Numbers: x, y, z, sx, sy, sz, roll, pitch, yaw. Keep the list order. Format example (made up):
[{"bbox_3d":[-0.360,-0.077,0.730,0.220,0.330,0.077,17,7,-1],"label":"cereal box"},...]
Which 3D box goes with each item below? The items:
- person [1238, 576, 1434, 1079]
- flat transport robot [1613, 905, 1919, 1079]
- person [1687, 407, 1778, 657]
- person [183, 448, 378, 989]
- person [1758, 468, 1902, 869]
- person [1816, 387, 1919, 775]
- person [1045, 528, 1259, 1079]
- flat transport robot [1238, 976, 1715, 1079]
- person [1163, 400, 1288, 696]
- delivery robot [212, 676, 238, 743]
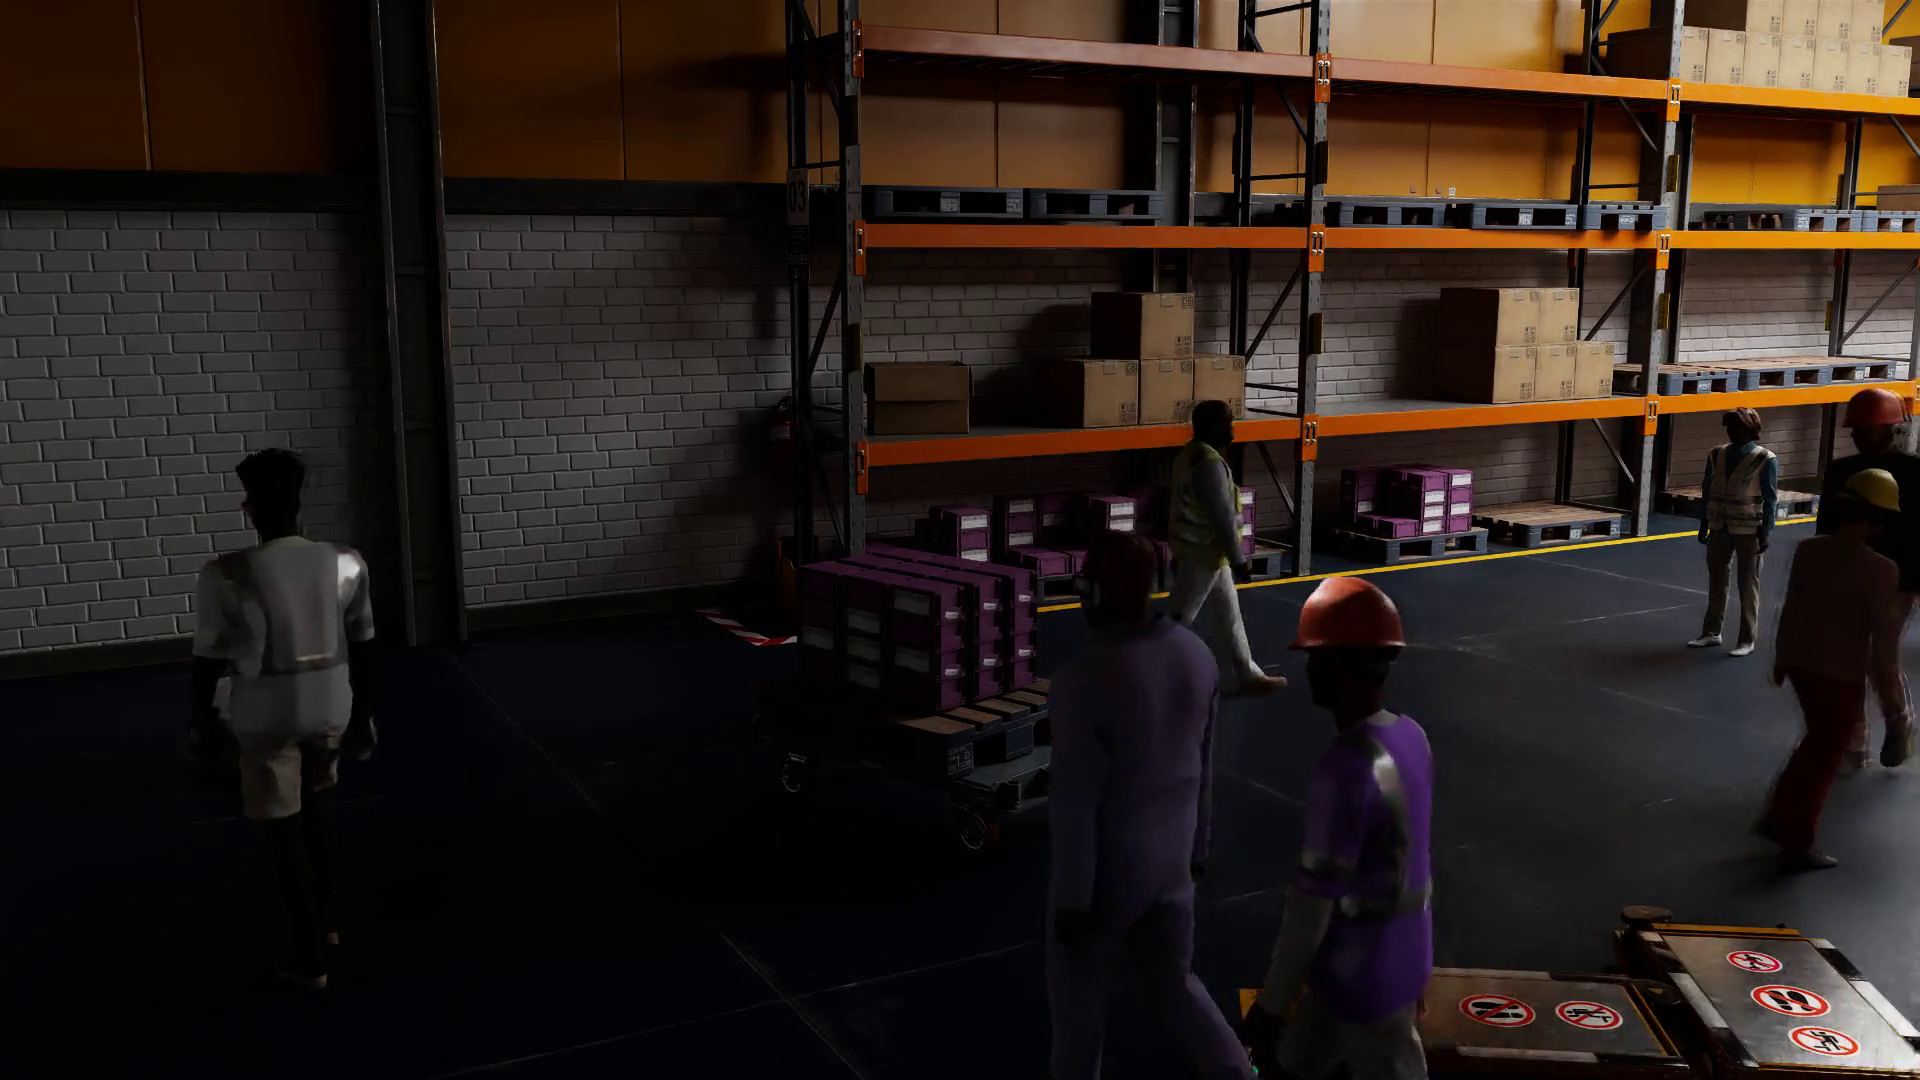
[{"bbox_3d":[1.004,1.036,4.006,1.008,1.886,0.547,4,11,22],"label":"person"},{"bbox_3d":[2.691,1.571,5.487,0.652,0.197,1.431,1,10,6],"label":"flat transport robot"},{"bbox_3d":[5.094,-0.057,10.932,0.309,1.636,0.523,-6,11,-29],"label":"person"},{"bbox_3d":[-2.490,0.635,6.079,0.692,1.943,0.627,8,13,40],"label":"person"},{"bbox_3d":[3.710,0.561,7.049,0.415,1.743,0.546,-2,10,-12],"label":"person"},{"bbox_3d":[4.573,0.222,8.345,0.467,1.975,0.648,-5,11,-29],"label":"person"},{"bbox_3d":[0.531,0.912,4.681,0.656,1.881,0.819,-9,13,-41],"label":"person"},{"bbox_3d":[1.636,1.598,5.336,1.431,0.197,0.652,1,10,6],"label":"flat transport robot"},{"bbox_3d":[1.438,0.080,9.727,0.977,1.795,0.627,0,10,1],"label":"person"},{"bbox_3d":[-3.572,0.853,8.539,0.707,0.478,0.477,8,13,39],"label":"delivery robot"}]
